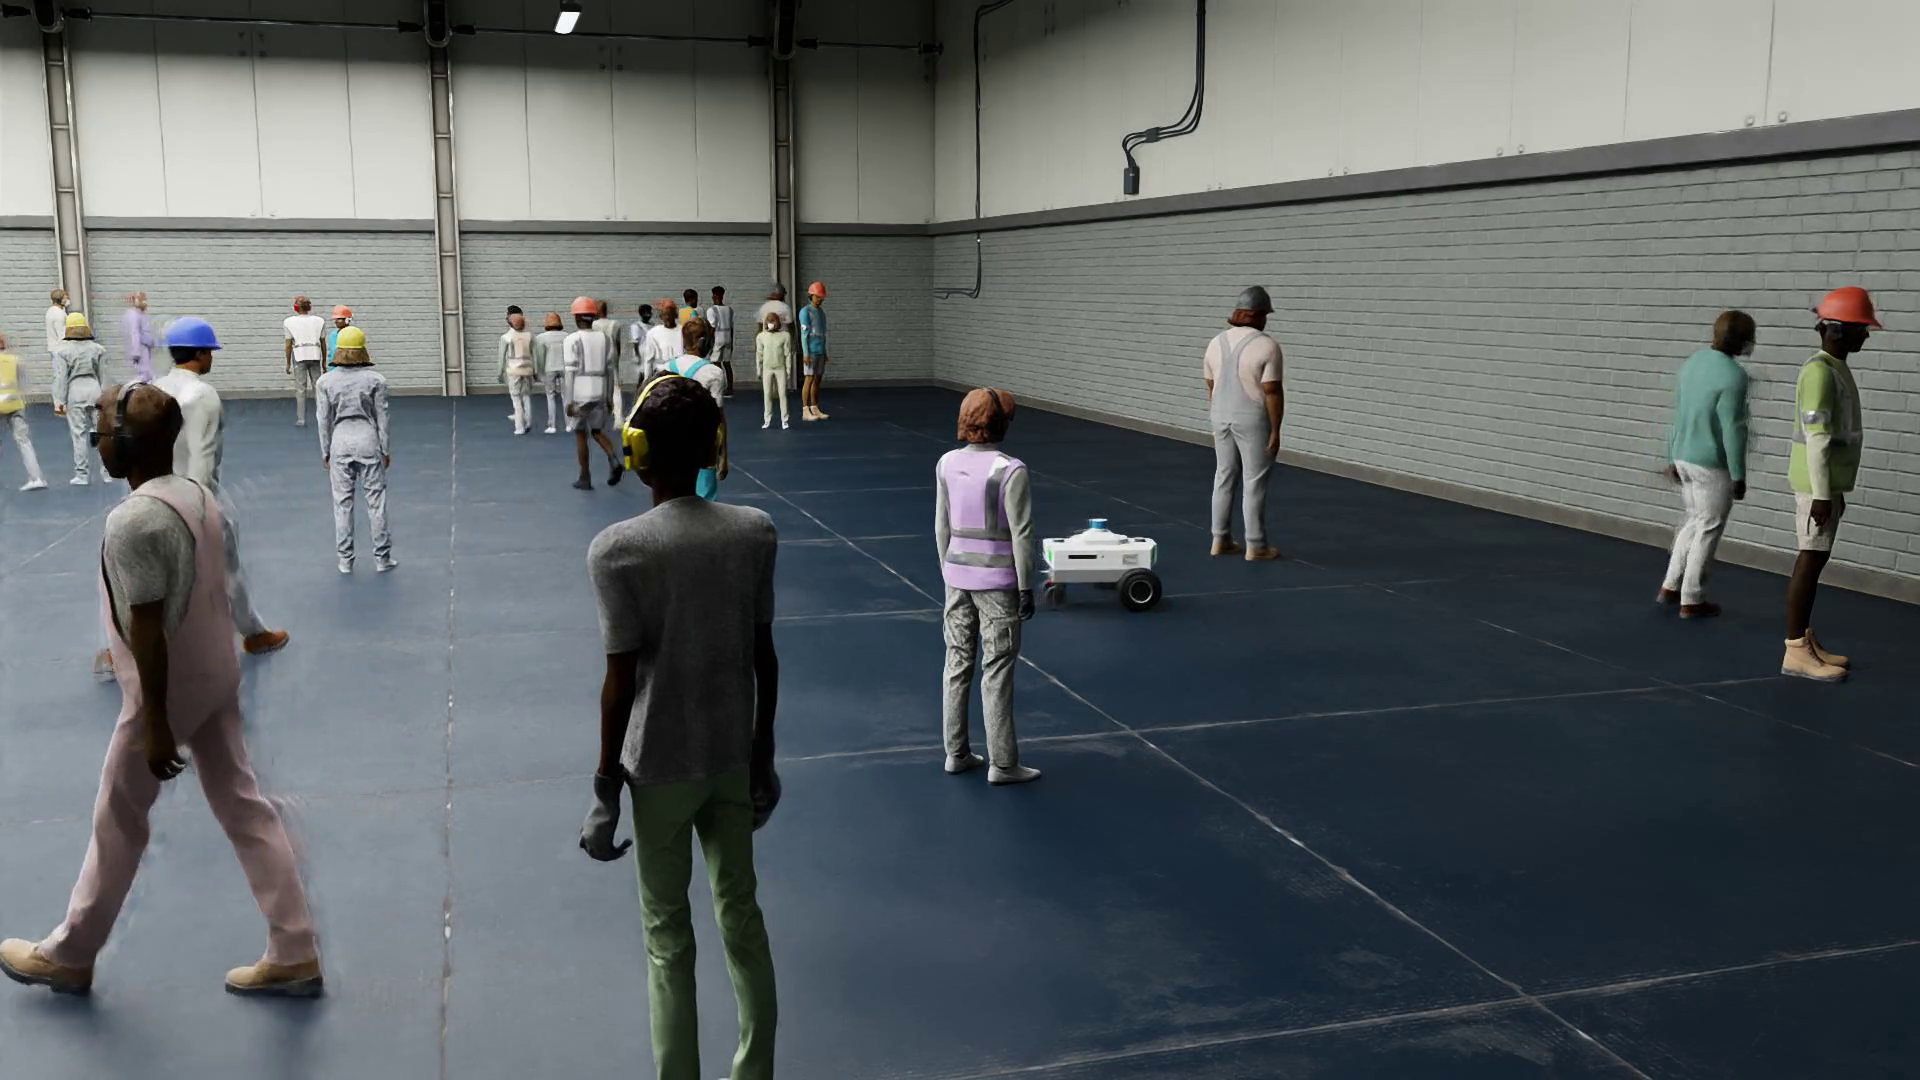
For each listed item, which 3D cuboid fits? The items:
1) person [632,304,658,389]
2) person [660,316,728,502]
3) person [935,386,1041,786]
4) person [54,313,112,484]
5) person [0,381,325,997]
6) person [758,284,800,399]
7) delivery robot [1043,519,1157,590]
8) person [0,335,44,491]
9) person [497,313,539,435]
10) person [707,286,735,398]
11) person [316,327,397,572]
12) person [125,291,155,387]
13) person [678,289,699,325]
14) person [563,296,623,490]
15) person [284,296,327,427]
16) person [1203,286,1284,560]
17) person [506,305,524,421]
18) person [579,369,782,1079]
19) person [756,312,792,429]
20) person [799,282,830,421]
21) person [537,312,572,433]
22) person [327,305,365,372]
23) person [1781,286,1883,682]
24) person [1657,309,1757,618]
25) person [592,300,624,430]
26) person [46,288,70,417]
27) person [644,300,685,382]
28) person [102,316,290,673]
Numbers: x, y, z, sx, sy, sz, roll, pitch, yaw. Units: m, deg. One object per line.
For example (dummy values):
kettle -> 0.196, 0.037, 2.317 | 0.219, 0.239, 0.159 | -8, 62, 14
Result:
person -> -5.100, -2.994, 27.031 | 0.375, 1.679, 0.558 | 5, 10, 30
person -> -1.784, -0.586, 11.218 | 0.517, 1.834, 0.358 | 4, 10, 25
person -> 0.102, 0.192, 6.859 | 0.514, 1.641, 0.309 | 8, 12, 43
person -> -8.923, -1.436, 16.923 | 0.487, 1.740, 0.313 | -9, 12, -44
person -> -2.300, 0.444, 4.777 | 0.982, 1.789, 0.528 | 1, 9, 6
person -> -3.101, -3.499, 29.132 | 0.689, 2.000, 0.972 | 7, 12, 39
delivery robot -> 0.881, 0.108, 10.546 | 0.707, 0.478, 0.477 | 0, 9, -2
person -> -9.427, -1.264, 16.319 | 0.896, 1.576, 0.561 | 3, 9, 19
person -> -5.941, -2.221, 22.279 | 0.530, 1.623, 0.479 | -7, 11, -37
person -> -4.194, -3.450, 29.055 | 0.361, 1.963, 0.613 | 7, 11, 36
person -> -4.294, -0.639, 11.827 | 0.487, 1.744, 0.312 | -2, 9, -11
person -> -13.095, -3.010, 26.509 | 0.521, 1.891, 0.644 | -3, 9, -17
person -> -4.487, -3.195, 27.579 | 0.390, 1.920, 0.588 | -6, 11, -35
person -> -3.610, -1.422, 16.283 | 0.584, 1.920, 0.544 | 9, 12, 44
person -> -9.192, -2.506, 23.402 | 0.568, 1.849, 0.386 | -7, 11, -36
person -> 2.164, -0.877, 12.400 | 0.536, 2.000, 0.686 | -7, 12, -40
person -> -6.522, -2.599, 24.484 | 0.319, 1.696, 0.532 | -3, 10, -20
person -> -0.645, 0.543, 3.882 | 0.519, 1.874, 0.327 | -8, 12, -42
person -> -2.584, -2.353, 23.149 | 0.499, 1.627, 0.279 | 1, 9, 4
person -> -2.109, -2.771, 24.504 | 0.397, 2.034, 0.613 | 4, 10, 25
person -> -5.475, -2.263, 22.536 | 0.504, 1.631, 0.279 | -5, 10, -30
person -> -7.788, -2.093, 21.071 | 0.562, 1.752, 0.324 | 4, 10, 22
person -> 4.539, -0.296, 8.692 | 0.374, 2.043, 0.608 | 6, 10, 32
person -> 4.585, -0.451, 10.157 | 0.449, 1.910, 0.710 | -1, 9, -5
person -> -4.920, -2.419, 23.038 | 0.512, 1.800, 0.938 | -6, 10, -32
person -> -13.574, -2.821, 25.130 | 0.354, 1.938, 0.636 | -7, 11, -38
person -> -3.421, -1.889, 19.547 | 0.766, 1.843, 0.551 | -1, 9, -8
person -> -4.154, -0.242, 8.864 | 0.617, 1.887, 1.053 | 5, 10, 29
